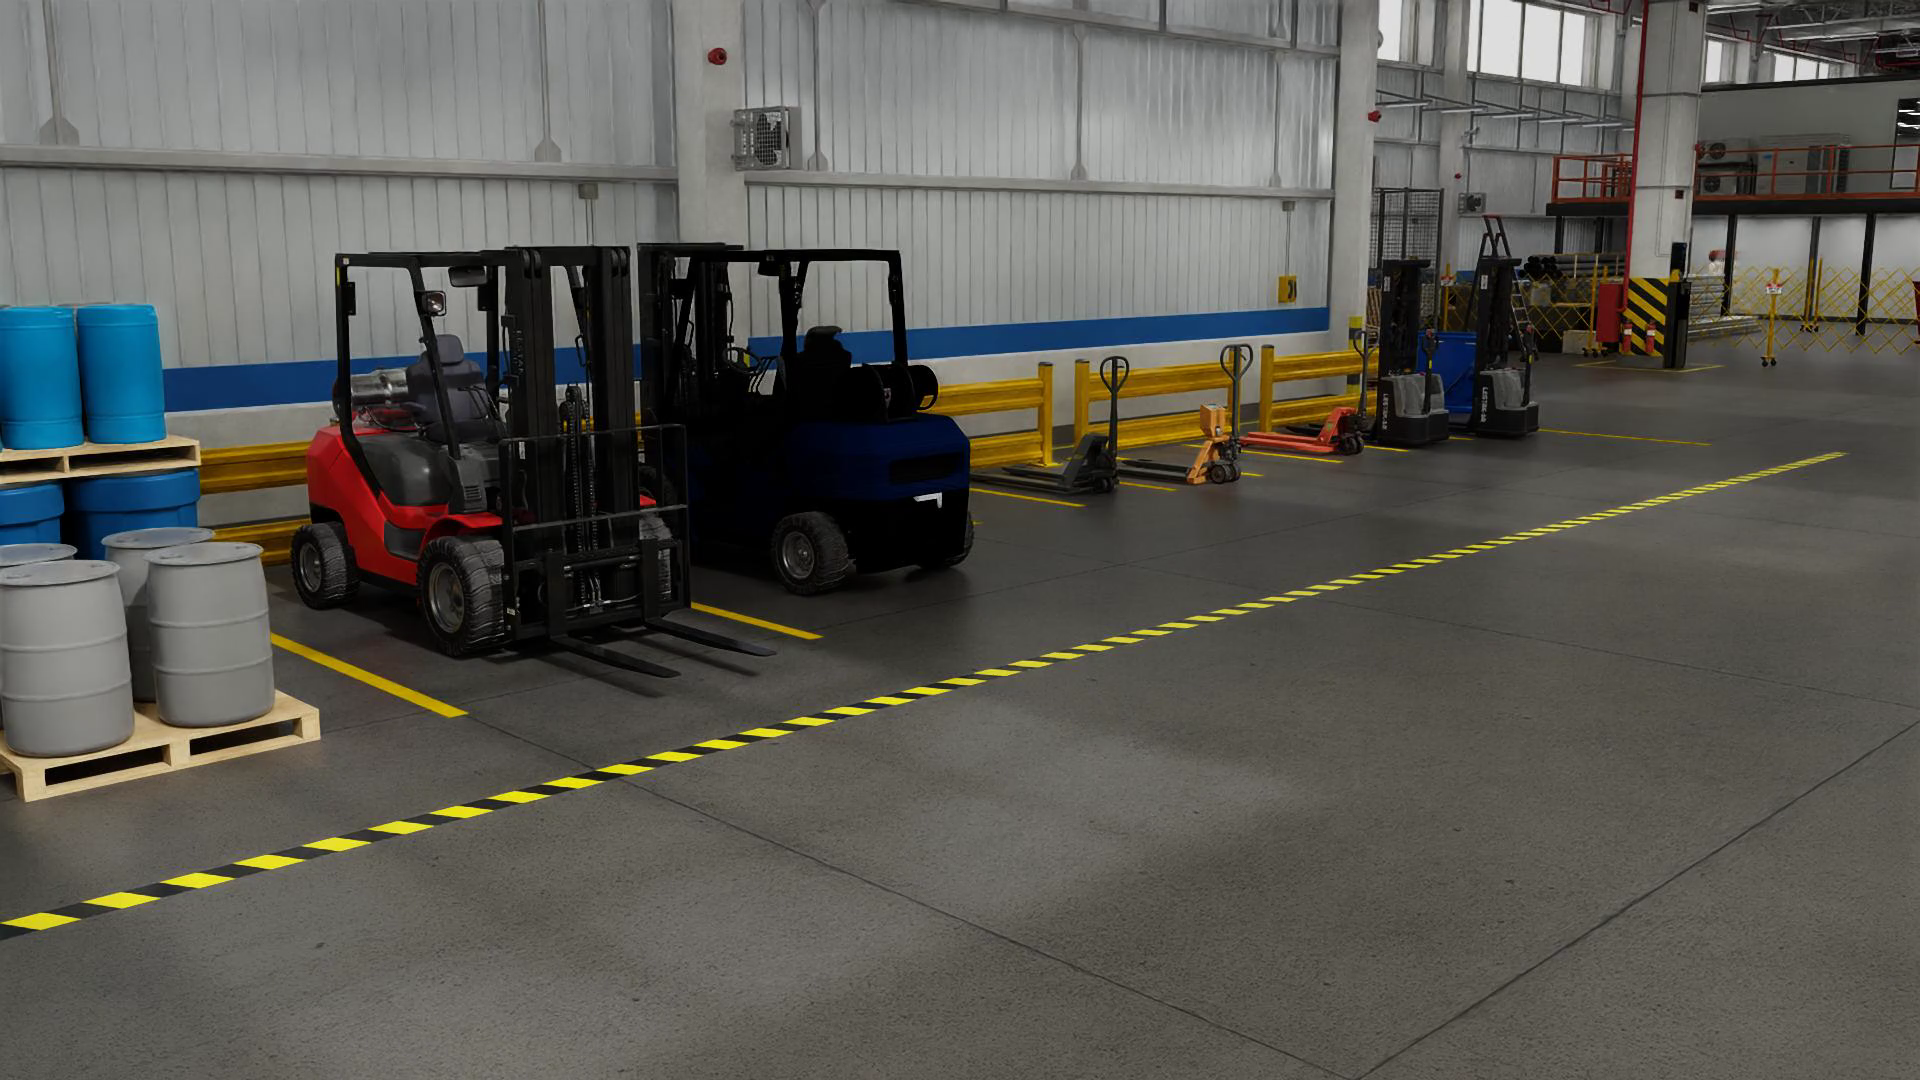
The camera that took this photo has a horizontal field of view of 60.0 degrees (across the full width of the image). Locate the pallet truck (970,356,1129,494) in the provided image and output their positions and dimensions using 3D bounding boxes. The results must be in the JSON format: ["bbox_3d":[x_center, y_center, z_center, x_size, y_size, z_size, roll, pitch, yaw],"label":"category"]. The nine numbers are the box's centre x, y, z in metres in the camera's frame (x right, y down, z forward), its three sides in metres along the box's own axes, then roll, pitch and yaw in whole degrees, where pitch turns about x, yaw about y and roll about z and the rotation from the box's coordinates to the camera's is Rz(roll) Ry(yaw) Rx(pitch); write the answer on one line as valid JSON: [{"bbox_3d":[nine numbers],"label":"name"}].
[{"bbox_3d":[0.784,-1.085,14.876,0.680,1.201,1.601,-10,14,-44],"label":"pallet truck"}]

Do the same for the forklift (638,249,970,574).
[{"bbox_3d":[-1.173,-0.958,11.239,2.680,1.987,1.157,10,14,43],"label":"forklift"}]

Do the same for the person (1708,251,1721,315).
[{"bbox_3d":[19.902,-6.751,44.119,1.004,1.826,0.602,9,14,40],"label":"person"}]

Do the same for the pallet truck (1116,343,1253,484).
[{"bbox_3d":[1.962,-1.215,15.415,1.522,1.261,0.704,10,14,43],"label":"pallet truck"}]

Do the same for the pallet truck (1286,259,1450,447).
[{"bbox_3d":[4.493,-2.078,18.196,0.823,1.965,1.885,-9,14,-40],"label":"pallet truck"}]

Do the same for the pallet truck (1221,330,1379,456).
[{"bbox_3d":[3.563,-1.581,17.381,0.653,1.274,1.630,-10,14,-44],"label":"pallet truck"}]

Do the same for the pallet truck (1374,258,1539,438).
[{"bbox_3d":[5.704,-2.208,18.901,1.885,1.965,0.823,10,14,43],"label":"pallet truck"}]

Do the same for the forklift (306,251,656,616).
[{"bbox_3d":[-2.833,-0.669,9.694,1.157,1.987,2.680,-10,14,-44],"label":"forklift"}]
